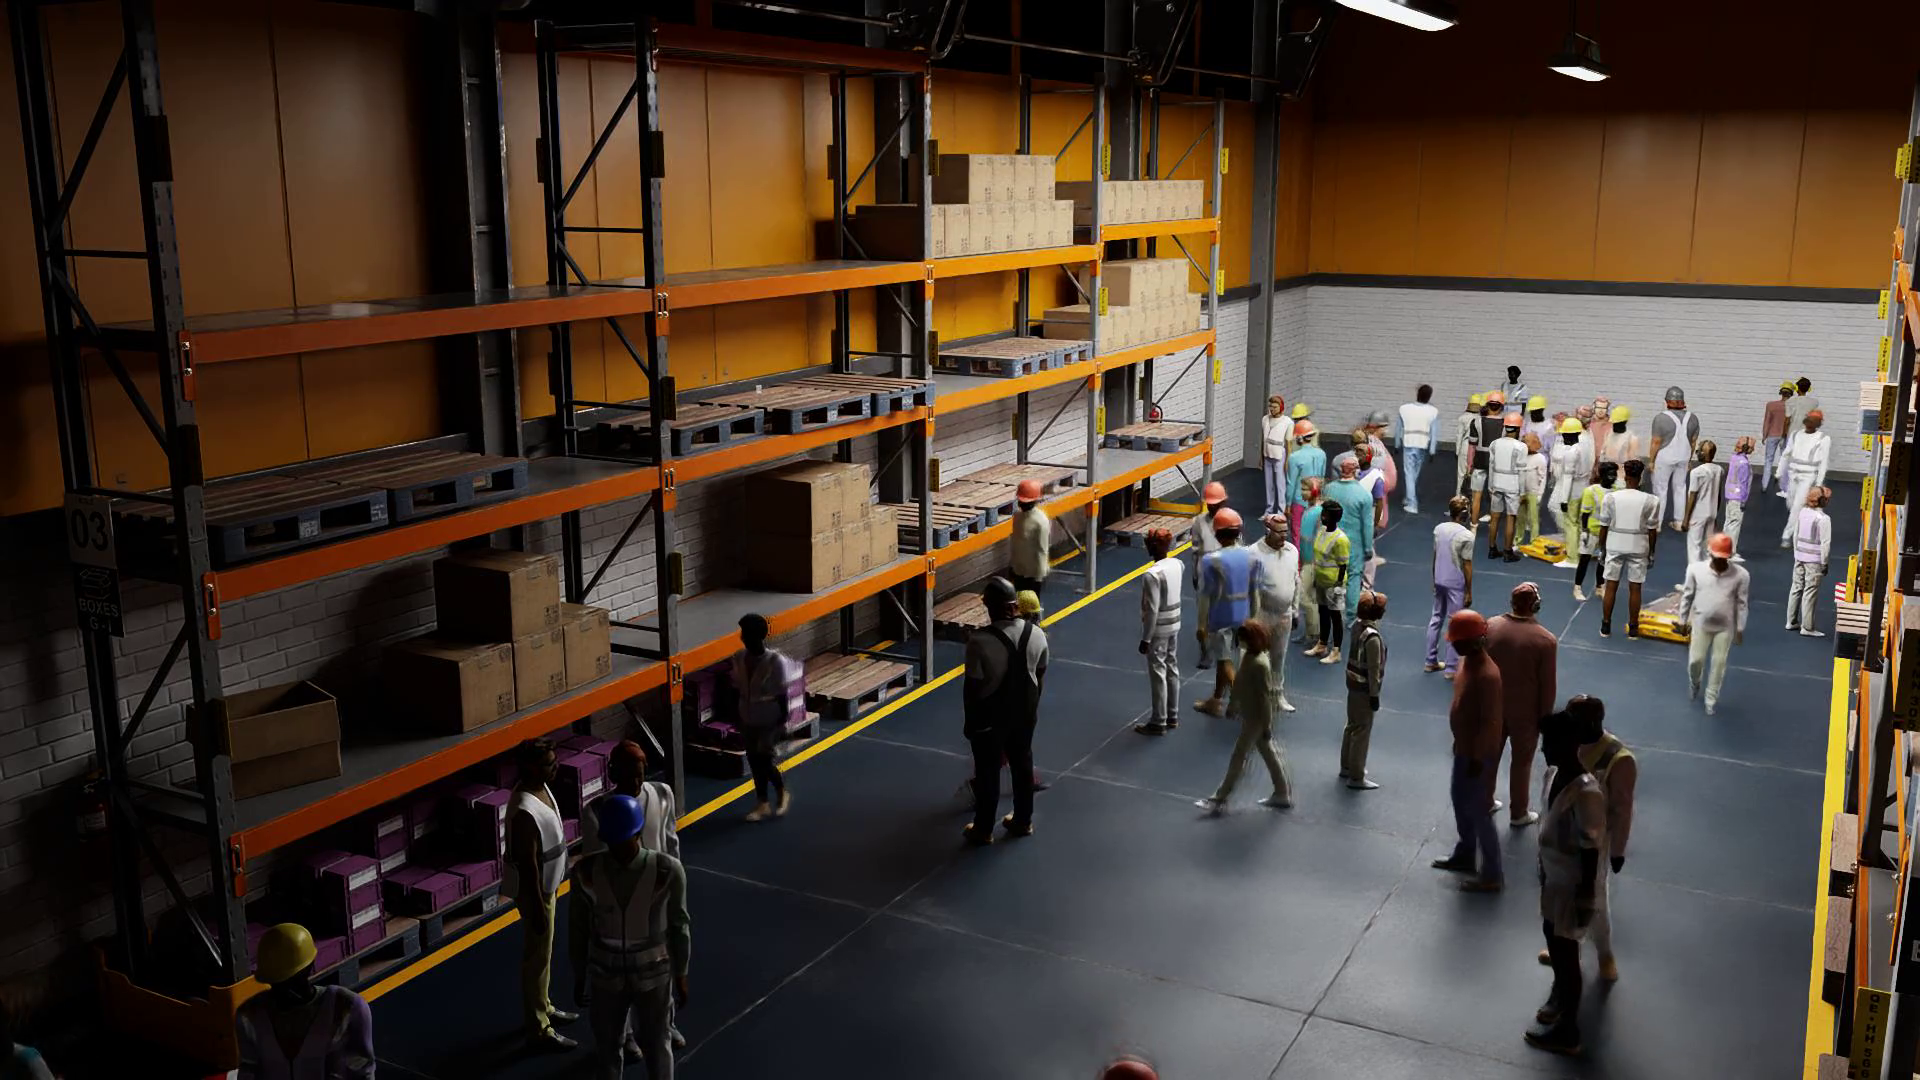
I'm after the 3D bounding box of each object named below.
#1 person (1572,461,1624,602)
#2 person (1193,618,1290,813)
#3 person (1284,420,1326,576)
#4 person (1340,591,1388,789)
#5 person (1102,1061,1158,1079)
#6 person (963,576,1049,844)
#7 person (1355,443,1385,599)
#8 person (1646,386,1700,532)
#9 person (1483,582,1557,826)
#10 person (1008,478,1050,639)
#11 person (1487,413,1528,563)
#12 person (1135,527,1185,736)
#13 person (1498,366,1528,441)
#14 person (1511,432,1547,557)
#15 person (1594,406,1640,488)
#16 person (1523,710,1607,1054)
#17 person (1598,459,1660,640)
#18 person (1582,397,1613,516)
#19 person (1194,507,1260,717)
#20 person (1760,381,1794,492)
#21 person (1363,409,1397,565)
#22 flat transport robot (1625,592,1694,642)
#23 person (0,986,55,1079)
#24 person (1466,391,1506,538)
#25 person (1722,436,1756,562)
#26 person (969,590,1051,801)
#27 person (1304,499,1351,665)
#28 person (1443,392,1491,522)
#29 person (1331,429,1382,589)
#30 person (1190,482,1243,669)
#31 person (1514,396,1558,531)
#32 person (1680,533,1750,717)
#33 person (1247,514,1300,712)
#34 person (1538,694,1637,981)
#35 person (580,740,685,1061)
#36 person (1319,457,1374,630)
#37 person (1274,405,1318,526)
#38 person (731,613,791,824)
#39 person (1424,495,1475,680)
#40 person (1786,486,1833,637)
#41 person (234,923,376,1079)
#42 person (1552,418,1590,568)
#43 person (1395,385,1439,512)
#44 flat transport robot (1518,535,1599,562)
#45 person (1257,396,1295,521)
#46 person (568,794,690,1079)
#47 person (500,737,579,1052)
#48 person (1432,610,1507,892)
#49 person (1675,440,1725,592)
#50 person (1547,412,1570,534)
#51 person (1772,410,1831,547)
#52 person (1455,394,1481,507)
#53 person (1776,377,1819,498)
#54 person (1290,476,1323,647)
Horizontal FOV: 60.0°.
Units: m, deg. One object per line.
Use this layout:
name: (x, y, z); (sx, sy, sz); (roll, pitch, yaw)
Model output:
person: (7.459, -0.100, 19.374); (0.543, 1.688, 0.335); (-2, 13, -10)
person: (2.237, 1.370, 12.980); (0.823, 1.585, 0.549); (-1, 13, -5)
person: (4.209, -0.483, 20.409); (0.614, 1.986, 0.413); (-9, 15, -34)
person: (3.307, 1.217, 13.585); (0.312, 1.631, 0.514); (0, 13, -2)
person: (0.589, 2.778, 5.861); (0.629, 1.943, 1.017); (-1, 13, -4)
person: (0.295, 1.254, 12.493); (0.681, 2.000, 0.535); (-7, 14, -29)
person: (4.754, -0.228, 19.567); (0.394, 1.847, 0.563); (-5, 14, -22)
person: (9.881, -1.140, 23.211); (0.688, 2.000, 0.535); (-2, 13, -10)
person: (4.298, 1.254, 12.836); (0.397, 1.900, 0.634); (-12, 18, -44)
person: (0.678, 0.323, 16.841); (0.477, 1.963, 0.640); (-6, 14, -27)
person: (7.055, -0.677, 21.402); (0.387, 1.929, 0.544); (-9, 15, -35)
person: (1.784, 0.809, 14.842); (0.352, 1.881, 0.576); (9, 16, 35)
person: (9.434, -2.143, 28.481); (0.535, 1.697, 0.318); (11, 17, 40)
person: (7.411, -0.598, 21.706); (0.287, 1.631, 0.501); (-7, 15, -30)
person: (8.947, -0.887, 22.452); (0.866, 1.881, 0.595); (-4, 13, -16)
person: (3.516, 1.949, 9.681); (0.455, 1.927, 0.717); (0, 13, -1)
person: (7.160, 0.101, 17.859); (0.598, 1.958, 0.373); (7, 14, 29)
person: (8.831, -1.042, 23.084); (0.652, 1.904, 0.403); (0, 13, 1)
person: (2.469, 0.720, 14.980); (0.614, 2.010, 0.917); (-8, 15, -30)
person: (12.788, -1.596, 25.909); (0.533, 1.757, 0.336); (6, 14, 26)
person: (5.243, -0.663, 21.075); (0.566, 2.000, 0.701); (2, 13, 10)
flat transport robot: (7.960, 0.833, 18.373); (0.652, 0.197, 1.431); (11, 17, 41)
person: (-3.842, 2.649, 6.740); (0.506, 1.833, 0.388); (6, 14, 24)
person: (7.229, -1.022, 22.713); (0.613, 2.033, 0.410); (4, 13, 16)
person: (10.014, -0.533, 21.427); (0.312, 1.632, 0.526); (2, 13, 9)
person: (0.401, 1.253, 13.205); (0.781, 1.739, 0.524); (-6, 14, -27)
person: (3.767, 0.424, 16.983); (0.321, 1.697, 0.529); (-4, 13, -17)
person: (7.359, -1.169, 23.692); (0.811, 1.883, 0.605); (-5, 13, -21)
person: (4.769, -0.379, 20.034); (0.627, 1.940, 0.371); (8, 15, 33)
person: (2.635, 0.320, 16.998); (0.572, 1.910, 0.808); (4, 13, 18)
person: (8.038, -1.072, 23.326); (0.782, 1.880, 0.612); (-6, 14, -26)
person: (6.975, 0.761, 15.407); (0.566, 1.727, 0.418); (5, 14, 23)
person: (2.879, 0.687, 15.358); (0.645, 1.900, 0.399); (-7, 14, -28)
person: (3.905, 1.833, 10.392); (0.480, 1.832, 0.652); (-6, 14, -26)
person: (-1.847, 2.022, 9.428); (0.588, 1.877, 0.360); (-10, 16, -37)
person: (4.258, 0.027, 18.325); (0.649, 1.899, 0.399); (12, 17, 43)
person: (4.700, -1.037, 23.449); (0.896, 1.727, 0.544); (-12, 17, -43)
person: (-1.542, 1.375, 12.750); (0.555, 1.680, 0.370); (8, 15, 32)
person: (4.880, 0.464, 16.504); (0.349, 1.837, 0.502); (-7, 15, -30)
person: (9.214, 0.224, 18.011); (0.308, 1.639, 0.524); (-2, 13, -9)
person: (-2.776, 2.522, 7.104); (0.587, 1.921, 0.386); (0, 13, 1)
person: (7.744, -0.598, 21.092); (0.419, 1.913, 0.598); (10, 16, 38)
person: (6.764, -1.376, 24.697); (0.592, 1.858, 0.894); (1, 13, 5)
flat transport robot: (8.115, 0.069, 21.794); (1.431, 0.197, 0.652); (-4, 13, -19)
person: (4.514, -1.145, 23.704); (0.393, 1.836, 0.560); (-9, 15, -34)
person: (-1.676, 2.203, 8.456); (0.609, 1.946, 0.405); (0, 13, -2)
person: (-2.428, 2.011, 9.543); (0.389, 1.846, 0.565); (-2, 13, -10)
person: (3.627, 1.460, 11.739); (0.527, 1.967, 0.701); (0, 13, 2)
person: (8.828, -0.277, 19.797); (0.521, 1.843, 0.329); (-6, 14, -24)
person: (8.062, -0.799, 22.203); (0.450, 1.810, 0.631); (2, 13, 7)
person: (11.272, -0.834, 22.257); (0.654, 1.853, 0.640); (-6, 14, -27)
person: (7.584, -1.302, 24.646); (0.488, 1.729, 0.323); (1, 13, 5)
person: (12.853, -1.572, 25.534); (0.514, 1.872, 0.328); (0, 13, 1)
person: (3.707, 0.230, 17.550); (0.456, 1.831, 0.575); (0, 13, 1)
